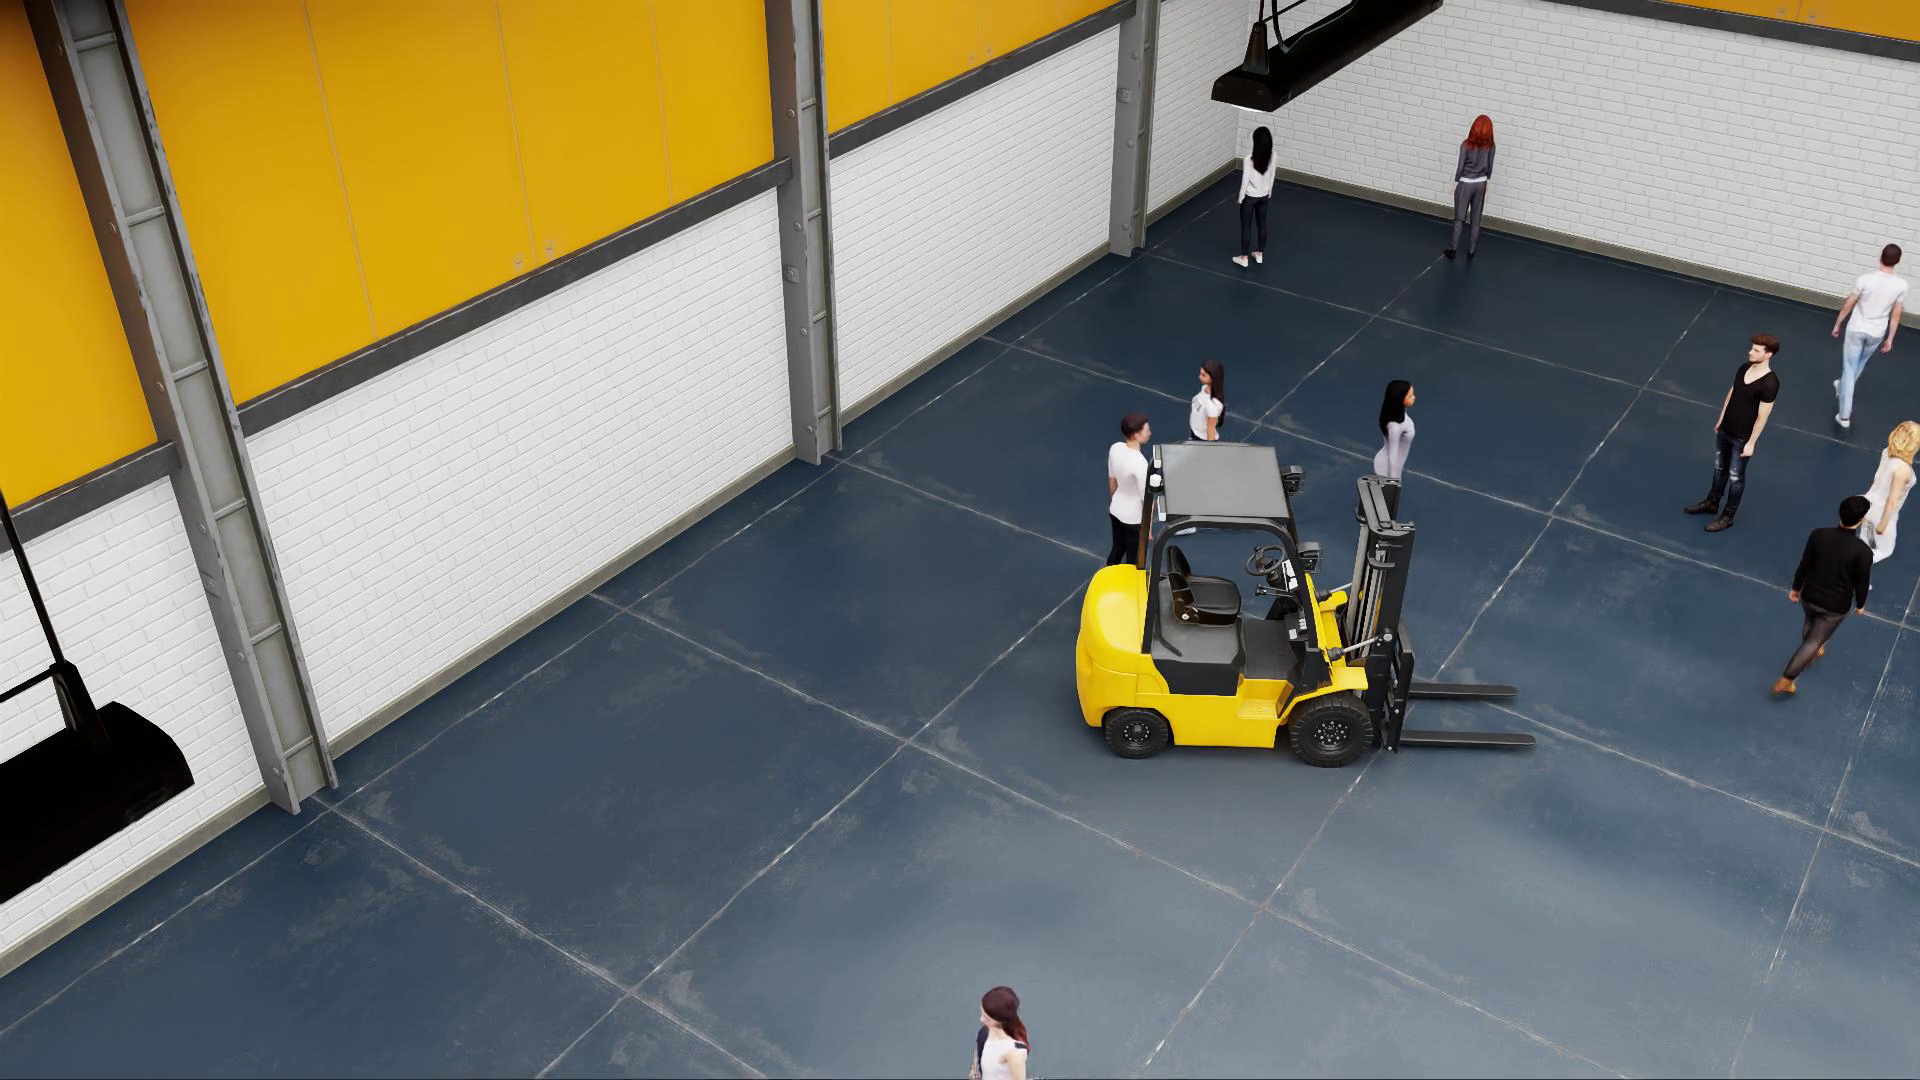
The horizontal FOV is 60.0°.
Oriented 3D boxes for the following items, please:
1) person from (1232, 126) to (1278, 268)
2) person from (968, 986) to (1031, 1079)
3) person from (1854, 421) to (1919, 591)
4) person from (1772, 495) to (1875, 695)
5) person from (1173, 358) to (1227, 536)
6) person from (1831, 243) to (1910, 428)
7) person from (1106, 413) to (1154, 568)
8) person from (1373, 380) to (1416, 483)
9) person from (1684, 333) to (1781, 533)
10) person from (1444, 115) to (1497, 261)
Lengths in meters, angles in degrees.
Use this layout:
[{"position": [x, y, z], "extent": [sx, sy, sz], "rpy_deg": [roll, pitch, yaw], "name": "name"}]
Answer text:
[{"position": [3.494, -4.068, 19.639], "extent": [0.657, 1.702, 0.766], "rpy_deg": [-15, 36, -21], "name": "person"}, {"position": [0.325, 2.996, 9.077], "extent": [0.907, 1.629, 0.824], "rpy_deg": [-10, 35, -14], "name": "person"}, {"position": [7.636, -0.266, 13.958], "extent": [0.795, 1.659, 0.733], "rpy_deg": [3, 34, 5], "name": "person"}, {"position": [6.659, 0.461, 12.834], "extent": [1.178, 1.693, 0.922], "rpy_deg": [-20, 38, -27], "name": "person"}, {"position": [2.234, -0.814, 14.691], "extent": [0.946, 1.760, 0.937], "rpy_deg": [0, 34, -1], "name": "person"}, {"position": [8.930, -1.979, 16.406], "extent": [0.981, 1.802, 1.308], "rpy_deg": [8, 34, 12], "name": "person"}, {"position": [1.394, -0.218, 13.713], "extent": [0.716, 1.850, 0.744], "rpy_deg": [-18, 38, -25], "name": "person"}, {"position": [3.687, -0.603, 14.396], "extent": [0.739, 1.735, 0.604], "rpy_deg": [6, 34, 9], "name": "person"}, {"position": [6.952, -0.974, 14.808], "extent": [0.804, 1.897, 0.755], "rpy_deg": [-7, 34, -11], "name": "person"}, {"position": [6.075, -4.191, 19.753], "extent": [0.652, 1.780, 0.677], "rpy_deg": [0, 34, 0], "name": "person"}]
